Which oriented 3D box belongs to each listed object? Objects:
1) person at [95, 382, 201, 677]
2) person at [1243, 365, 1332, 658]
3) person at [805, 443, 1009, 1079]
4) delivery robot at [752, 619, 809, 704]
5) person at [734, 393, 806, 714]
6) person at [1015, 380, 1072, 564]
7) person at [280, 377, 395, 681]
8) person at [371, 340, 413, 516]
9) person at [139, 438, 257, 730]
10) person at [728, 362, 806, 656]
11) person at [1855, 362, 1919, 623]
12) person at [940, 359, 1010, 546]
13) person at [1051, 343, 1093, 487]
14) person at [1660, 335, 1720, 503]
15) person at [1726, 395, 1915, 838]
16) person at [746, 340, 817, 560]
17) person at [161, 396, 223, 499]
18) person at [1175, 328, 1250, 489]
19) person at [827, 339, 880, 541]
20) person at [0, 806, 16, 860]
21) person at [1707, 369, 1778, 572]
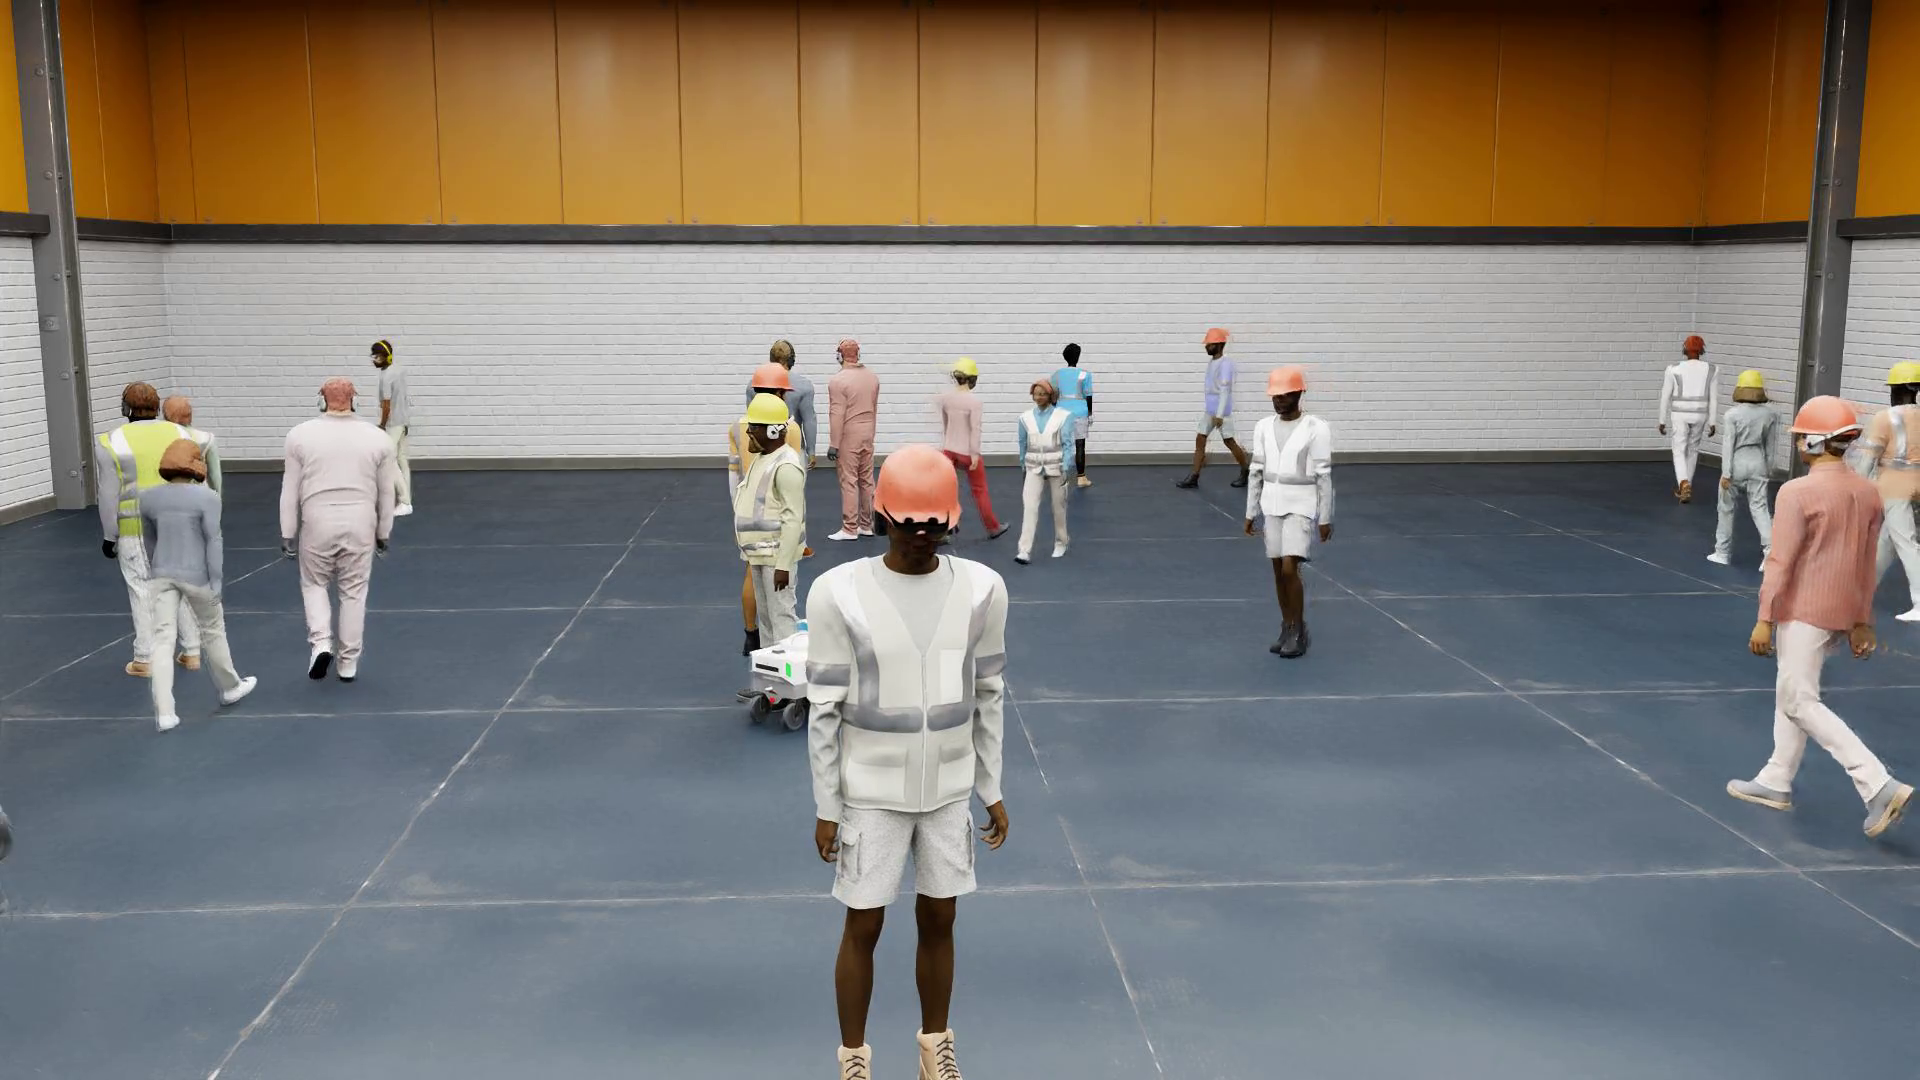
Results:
[{"bbox_3d":[-5.059,-0.066,10.400,0.430,1.844,0.624,8,12,42],"label":"person"},{"bbox_3d":[2.101,-0.182,10.890,0.555,1.915,0.561,9,12,43],"label":"person"},{"bbox_3d":[-0.134,0.728,4.821,0.609,2.030,0.407,-3,10,-19],"label":"person"},{"bbox_3d":[-0.840,0.688,9.393,0.477,0.478,0.707,7,12,39],"label":"delivery robot"},{"bbox_3d":[-1.091,0.075,9.540,0.404,1.833,0.586,-4,10,-24],"label":"person"},{"bbox_3d":[0.735,-0.592,14.479,0.514,1.593,0.865,3,10,19],"label":"person"},{"bbox_3d":[-3.814,-0.056,10.228,0.684,1.876,0.449,-4,10,-26],"label":"person"},{"bbox_3d":[-5.940,-1.179,17.448,0.333,1.832,0.658,0,9,-3],"label":"person"},{"bbox_3d":[-4.341,0.220,9.368,0.522,1.581,0.854,1,9,4],"label":"person"},{"bbox_3d":[-1.234,-0.190,10.883,0.551,1.932,0.376,5,10,27],"label":"person"},{"bbox_3d":[6.855,-0.362,12.171,0.607,1.871,1.008,-3,10,-20],"label":"person"},{"bbox_3d":[0.062,-0.818,15.507,0.538,1.725,0.901,7,12,38],"label":"person"},{"bbox_3d":[1.329,-1.470,19.658,0.535,1.700,0.318,4,10,24],"label":"person"},{"bbox_3d":[8.037,-1.332,18.326,0.584,1.857,0.860,2,9,12],"label":"person"},{"bbox_3d":[3.919,0.337,7.489,0.610,1.970,0.875,-5,11,-30],"label":"person"},{"bbox_3d":[-1.555,-0.784,14.600,0.635,1.937,0.353,2,9,14],"label":"person"},{"bbox_3d":[-5.826,-0.281,12.498,0.541,1.587,0.849,-5,10,-27],"label":"person"},{"bbox_3d":[3.051,-1.538,19.497,0.976,1.895,0.559,-3,9,-16],"label":"person"},{"bbox_3d":[-1.039,-0.944,15.720,0.401,1.905,0.642,7,11,36],"label":"person"},{"bbox_3d":[-3.023,0.823,4.681,0.799,1.876,0.664,4,10,23],"label":"person"},{"bbox_3d":[6.713,-0.594,14.127,0.494,1.709,0.842,-1,9,-5],"label":"person"}]
